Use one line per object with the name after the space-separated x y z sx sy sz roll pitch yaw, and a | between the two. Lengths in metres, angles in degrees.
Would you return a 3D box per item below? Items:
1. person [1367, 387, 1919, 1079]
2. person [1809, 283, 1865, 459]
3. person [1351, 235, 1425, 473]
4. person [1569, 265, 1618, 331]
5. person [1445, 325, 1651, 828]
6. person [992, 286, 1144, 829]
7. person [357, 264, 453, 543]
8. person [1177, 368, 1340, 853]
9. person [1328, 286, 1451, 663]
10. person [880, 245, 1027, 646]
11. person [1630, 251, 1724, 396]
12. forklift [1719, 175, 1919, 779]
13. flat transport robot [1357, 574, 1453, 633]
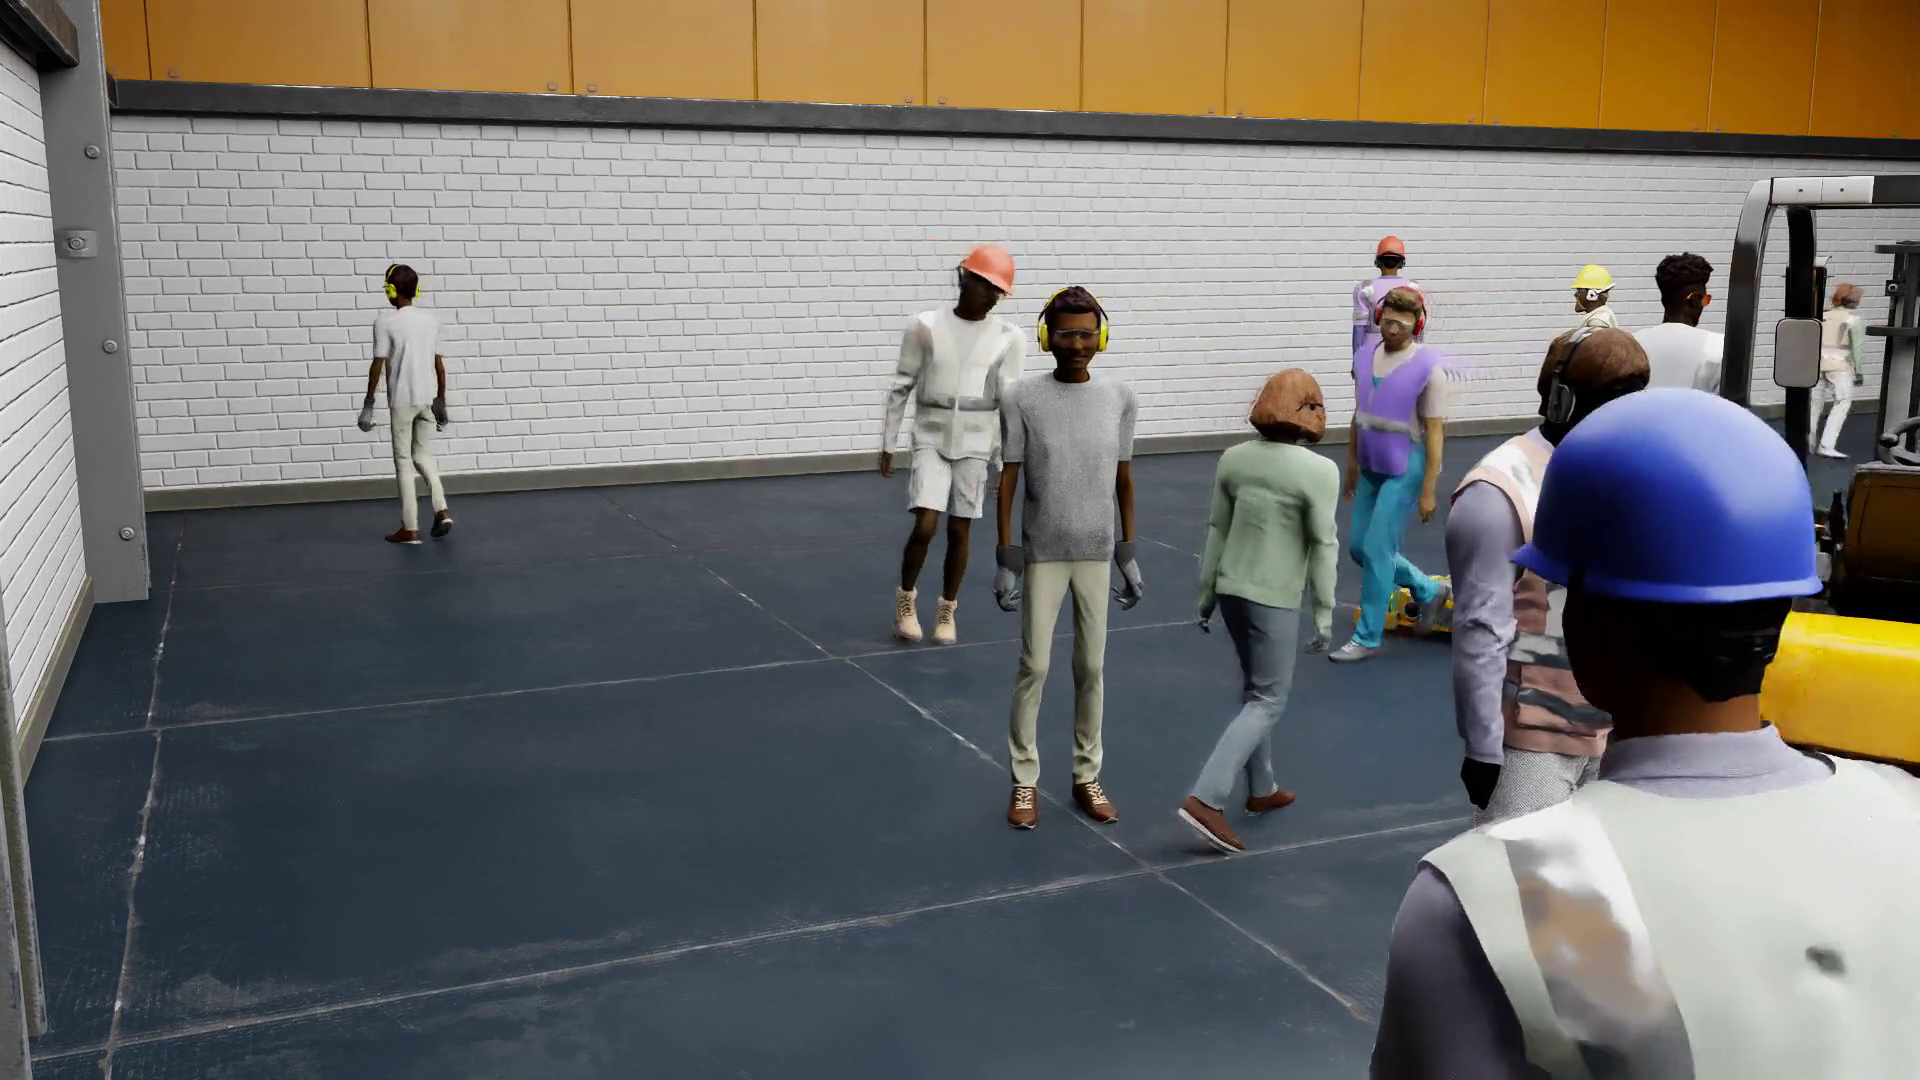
0.653 0.812 1.542 0.634 1.899 1.013 -4 11 -21 | person
8.055 -1.556 15.374 0.356 1.623 0.607 -4 11 -22 | person
3.633 -1.560 14.195 0.608 2.044 0.371 0 10 2 | person
4.531 -1.062 12.029 0.404 1.831 0.600 4 11 19 | person
1.400 0.425 3.851 0.619 1.836 0.431 -5 12 -27 | person
0.375 0.065 5.727 0.535 1.864 0.309 -2 10 -11 | person
-3.671 -0.885 10.985 0.407 1.859 0.548 6 12 31 | person
0.974 0.223 5.618 0.681 1.596 0.514 -8 13 -38 | person
2.099 -0.309 7.941 0.642 1.804 0.593 -4 11 -23 | person
-0.032 -0.444 8.209 0.721 1.986 0.469 0 10 -2 | person
3.183 -0.306 7.499 0.609 1.963 0.369 7 13 36 | person
2.810 0.094 4.662 1.214 2.155 2.313 7 12 34 | forklift
2.819 0.370 8.440 1.431 0.197 0.652 7 13 36 | flat transport robot
